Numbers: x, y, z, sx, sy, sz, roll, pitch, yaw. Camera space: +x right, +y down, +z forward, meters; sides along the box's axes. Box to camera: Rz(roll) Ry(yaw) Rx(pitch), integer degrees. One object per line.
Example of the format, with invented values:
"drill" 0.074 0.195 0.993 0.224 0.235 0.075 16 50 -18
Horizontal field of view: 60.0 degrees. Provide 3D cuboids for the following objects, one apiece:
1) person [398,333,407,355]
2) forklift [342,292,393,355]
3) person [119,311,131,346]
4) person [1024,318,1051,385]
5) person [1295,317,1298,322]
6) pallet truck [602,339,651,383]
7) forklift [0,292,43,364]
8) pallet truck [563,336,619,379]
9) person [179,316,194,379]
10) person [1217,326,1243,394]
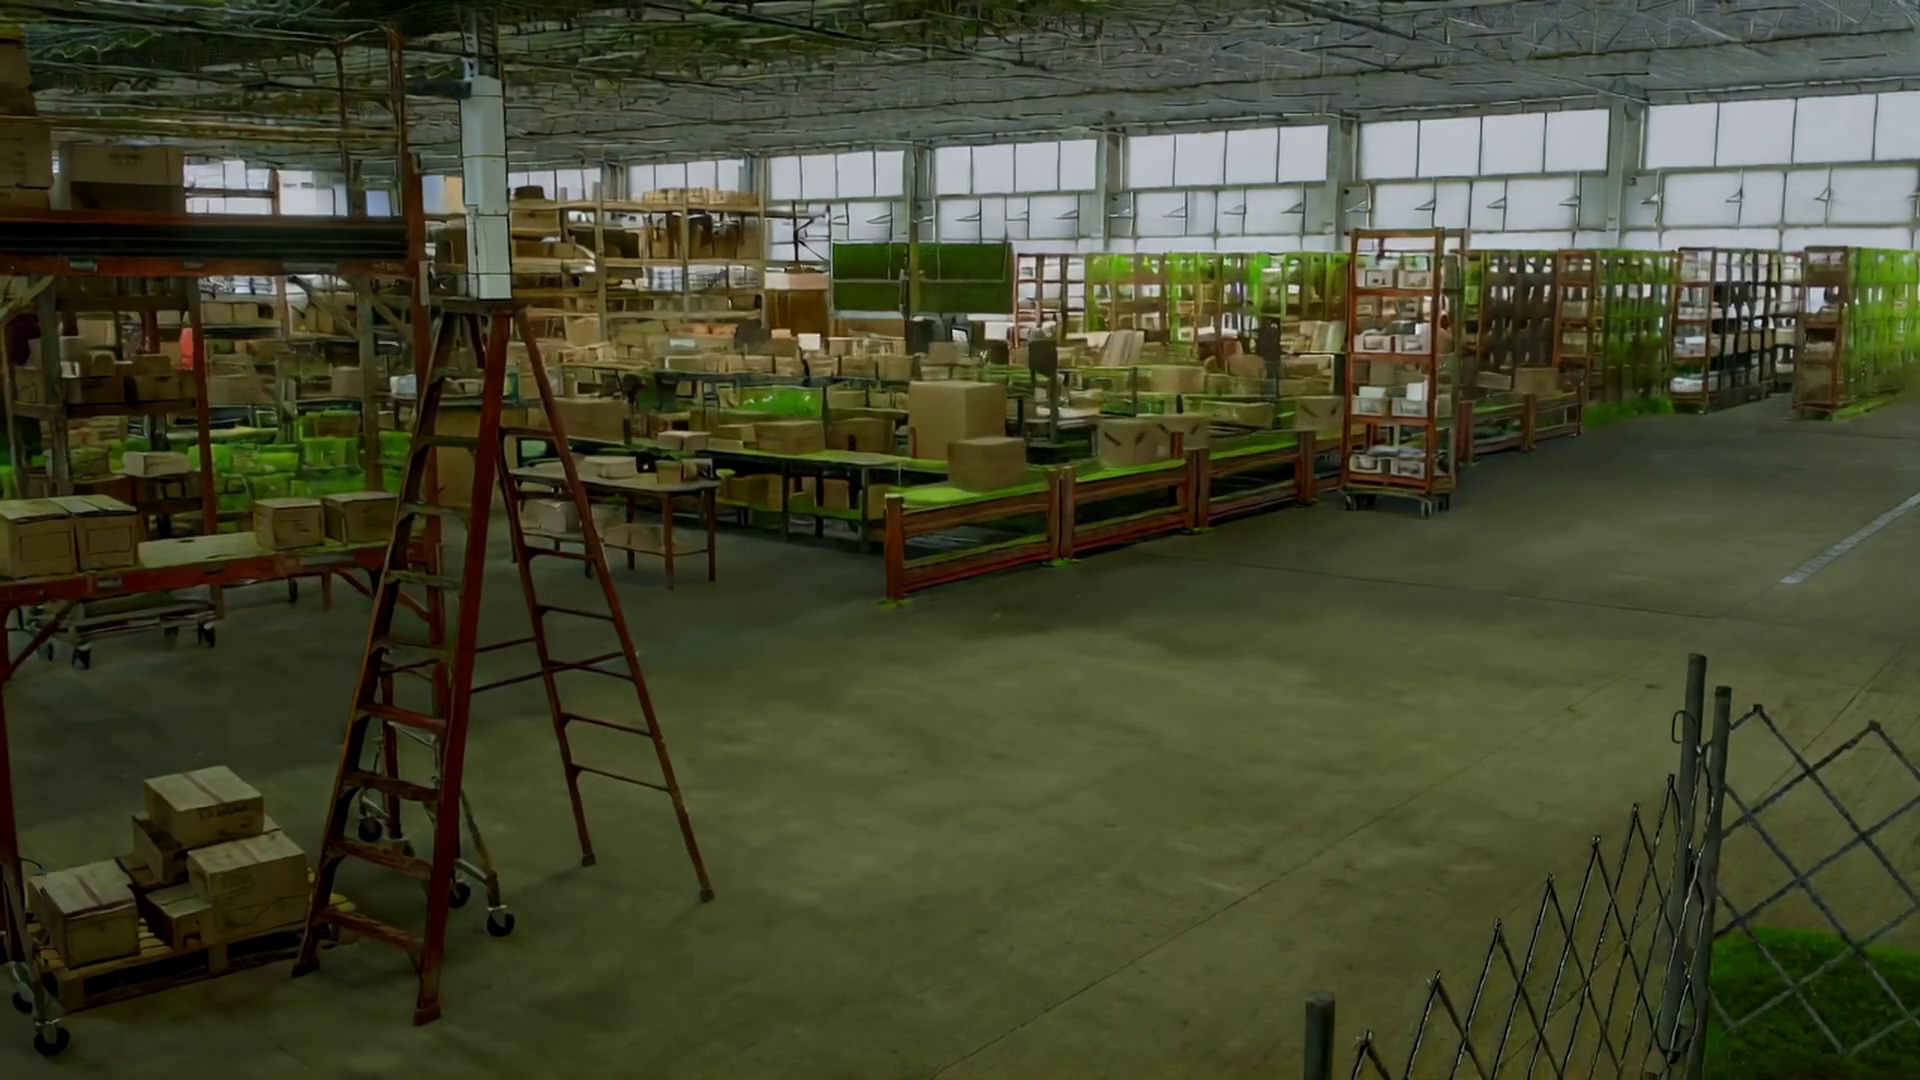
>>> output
"person" -15.883 -5.316 47.239 0.890 1.581 0.517 -5 10 -29
"forklift" -16.485 -5.622 45.120 1.129 2.768 1.873 7 11 37
"person" -28.390 -6.998 56.705 0.522 1.923 0.554 -8 12 -42
"person" 2.095 -5.023 44.569 0.663 1.864 0.989 -8 12 -41
"person" 10.280 -6.049 50.586 0.415 1.985 0.611 7 11 37
"pallet truck" -8.991 -4.871 45.351 0.653 1.274 1.630 7 11 37
"forklift" -24.931 -5.492 44.311 1.873 2.768 1.129 7 11 37
"pallet truck" -10.690 -5.294 48.215 1.601 1.201 0.680 -5 10 -26
"person" -20.278 -4.906 43.634 0.717 1.924 0.639 -3 10 -20
"person" 6.168 -3.952 37.956 0.590 1.833 0.404 3 9 17
